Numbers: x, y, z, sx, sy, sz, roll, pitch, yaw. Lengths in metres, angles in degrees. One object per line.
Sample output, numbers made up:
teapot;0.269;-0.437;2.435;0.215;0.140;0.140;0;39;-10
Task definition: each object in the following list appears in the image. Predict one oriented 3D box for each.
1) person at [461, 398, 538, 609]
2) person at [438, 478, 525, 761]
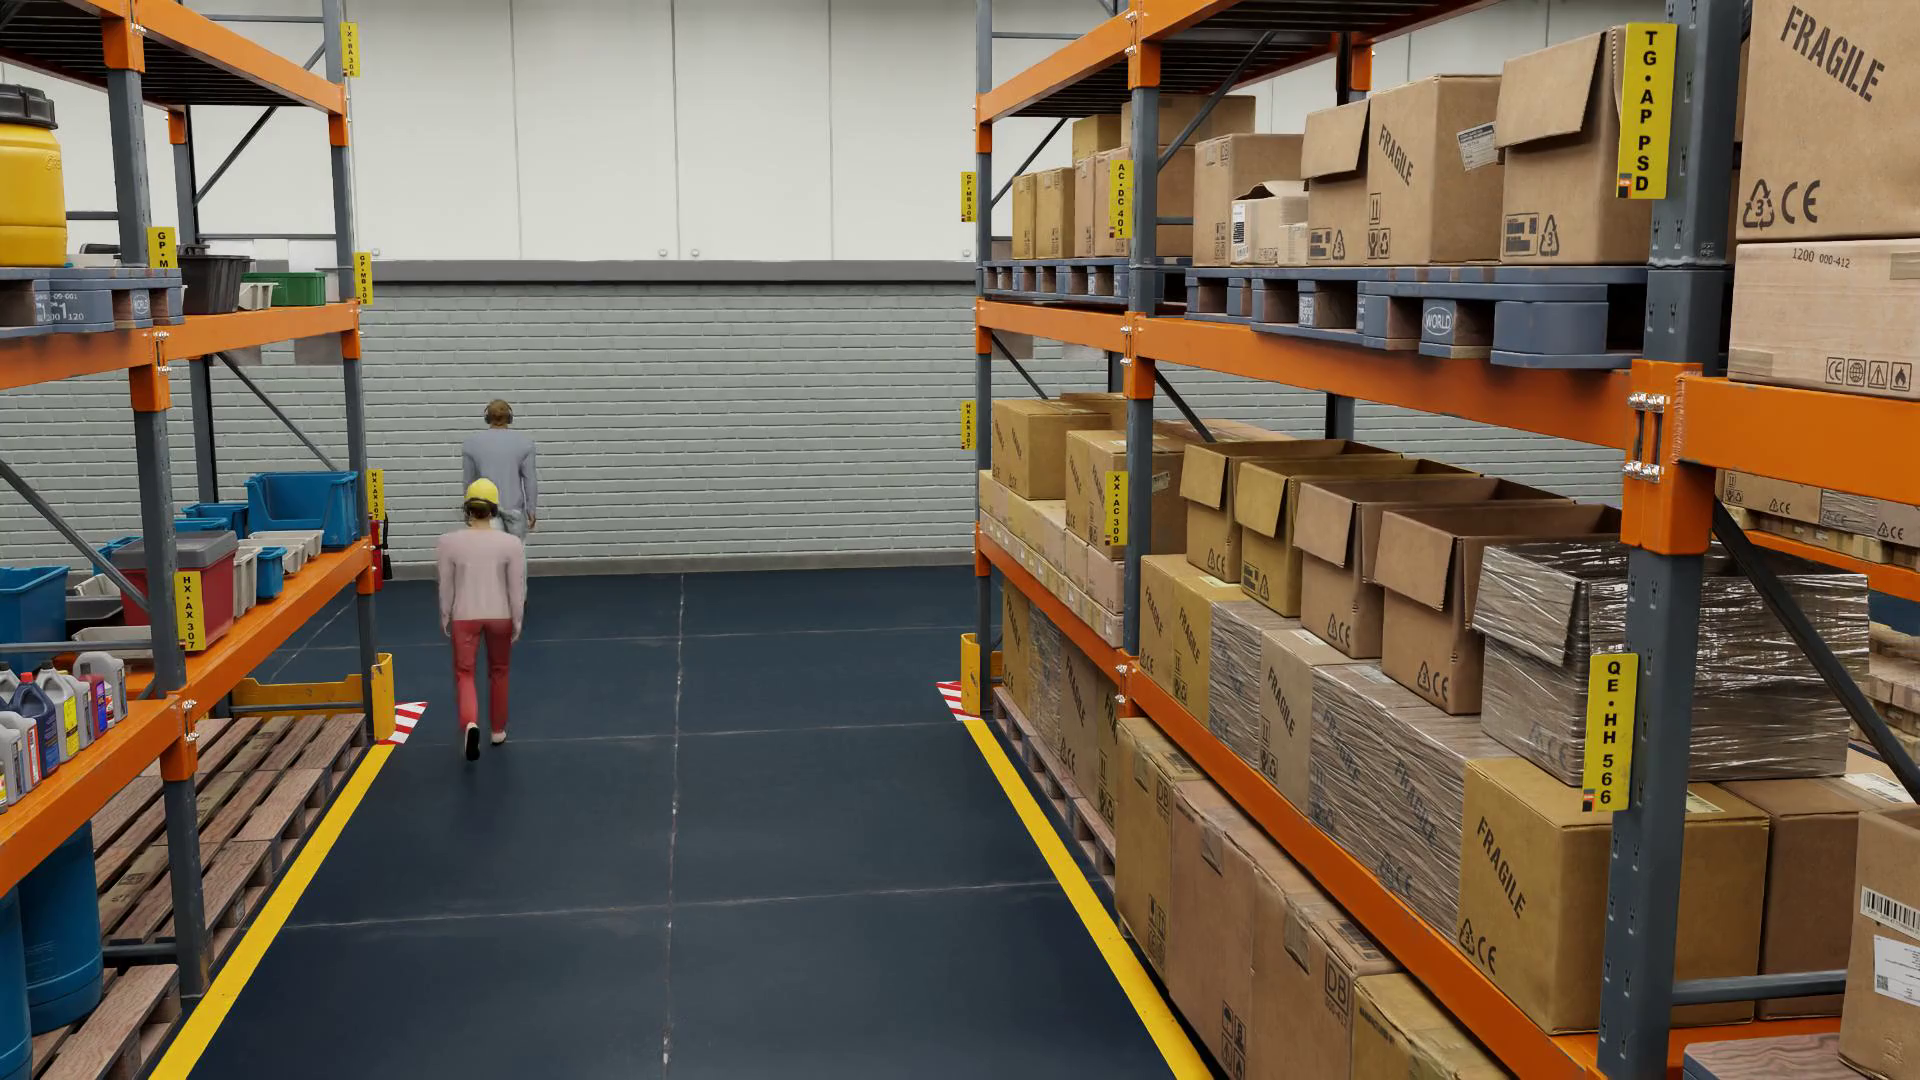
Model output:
person;-4.048;-0.287;14.674;0.636;1.939;0.549;-2;9;-13
person;-2.976;0.488;10.374;0.524;1.744;0.723;-3;10;-17
